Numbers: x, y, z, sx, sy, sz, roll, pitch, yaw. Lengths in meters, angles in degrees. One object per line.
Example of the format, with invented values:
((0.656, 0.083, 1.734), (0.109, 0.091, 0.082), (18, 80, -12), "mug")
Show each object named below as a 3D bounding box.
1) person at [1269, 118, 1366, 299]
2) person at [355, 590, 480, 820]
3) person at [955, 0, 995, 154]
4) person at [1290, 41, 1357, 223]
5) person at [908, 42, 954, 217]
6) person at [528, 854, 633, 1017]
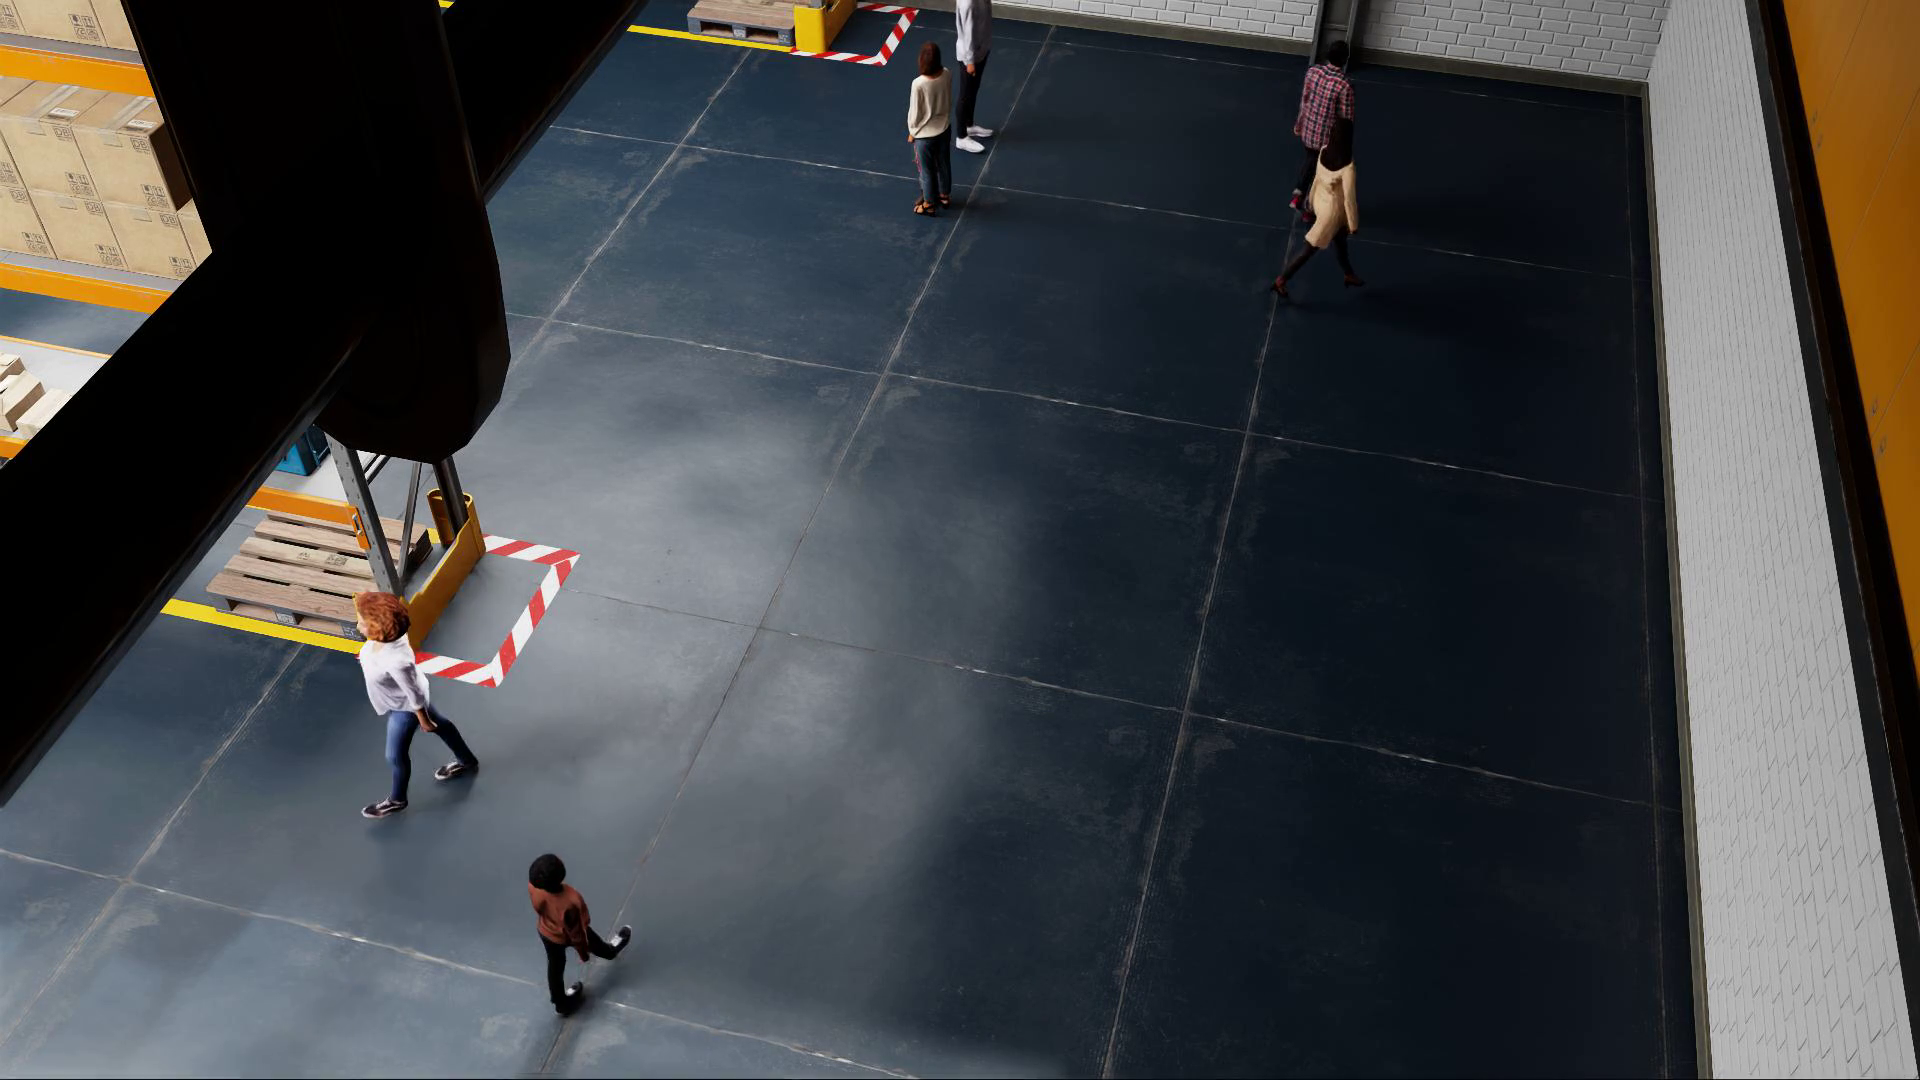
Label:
((2.996, -2.694, 13.930), (1.233, 1.619, 1.047), (-10, 44, -10), "person")
((-3.258, 0.924, 10.085), (1.084, 1.684, 0.971), (-14, 45, -15), "person")
((0.113, -4.642, 15.751), (0.549, 1.927, 0.674), (11, 45, 11), "person")
((3.178, -3.600, 14.784), (0.890, 1.752, 0.779), (-33, 53, -30), "person")
((-0.247, -3.690, 14.929), (0.701, 1.683, 0.724), (-31, 51, -28), "person")
((-2.212, 2.181, 9.093), (0.828, 1.231, 0.718), (21, 47, 21), "person")
